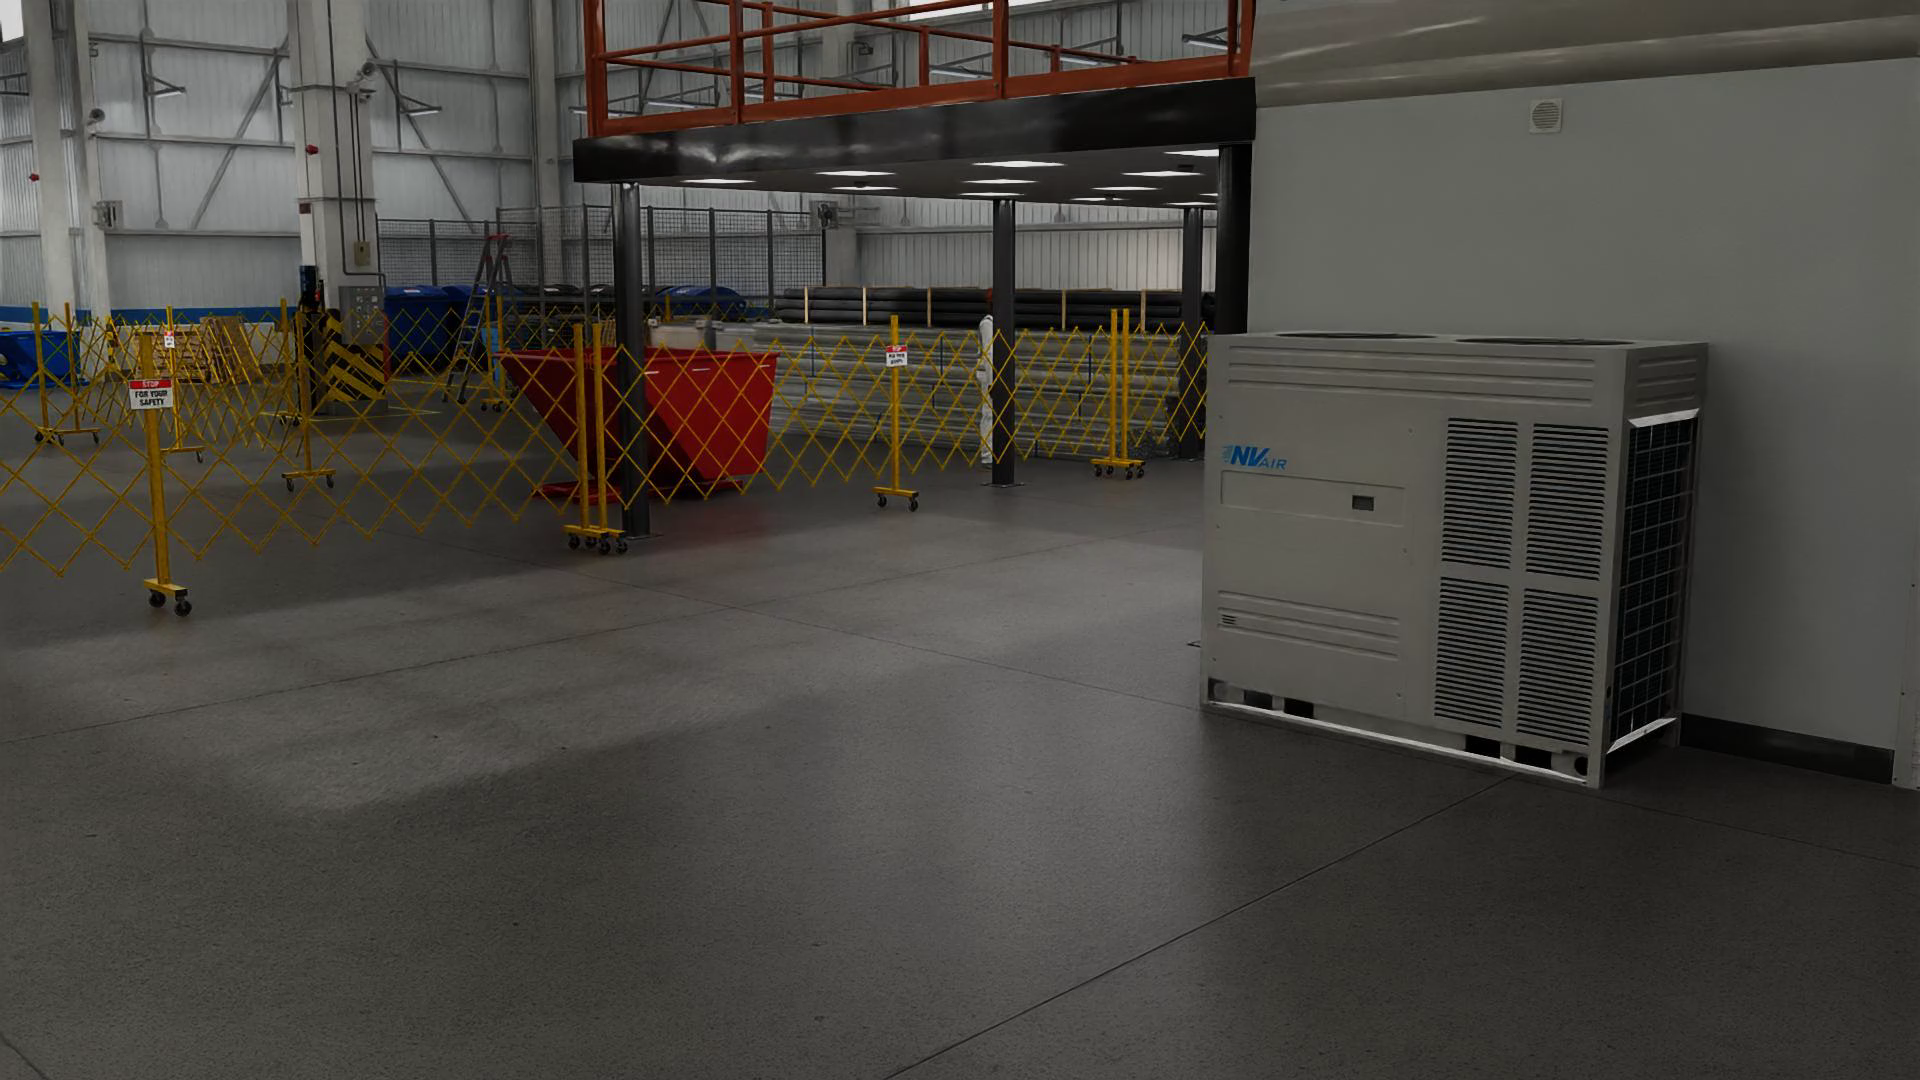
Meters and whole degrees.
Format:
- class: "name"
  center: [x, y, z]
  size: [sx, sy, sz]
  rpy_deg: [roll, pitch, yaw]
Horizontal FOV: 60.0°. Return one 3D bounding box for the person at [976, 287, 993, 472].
- class: "person"
  center: [0.351, -1.632, 17.001]
  size: [0.355, 1.883, 0.575]
  rpy_deg: [1, 9, 8]
